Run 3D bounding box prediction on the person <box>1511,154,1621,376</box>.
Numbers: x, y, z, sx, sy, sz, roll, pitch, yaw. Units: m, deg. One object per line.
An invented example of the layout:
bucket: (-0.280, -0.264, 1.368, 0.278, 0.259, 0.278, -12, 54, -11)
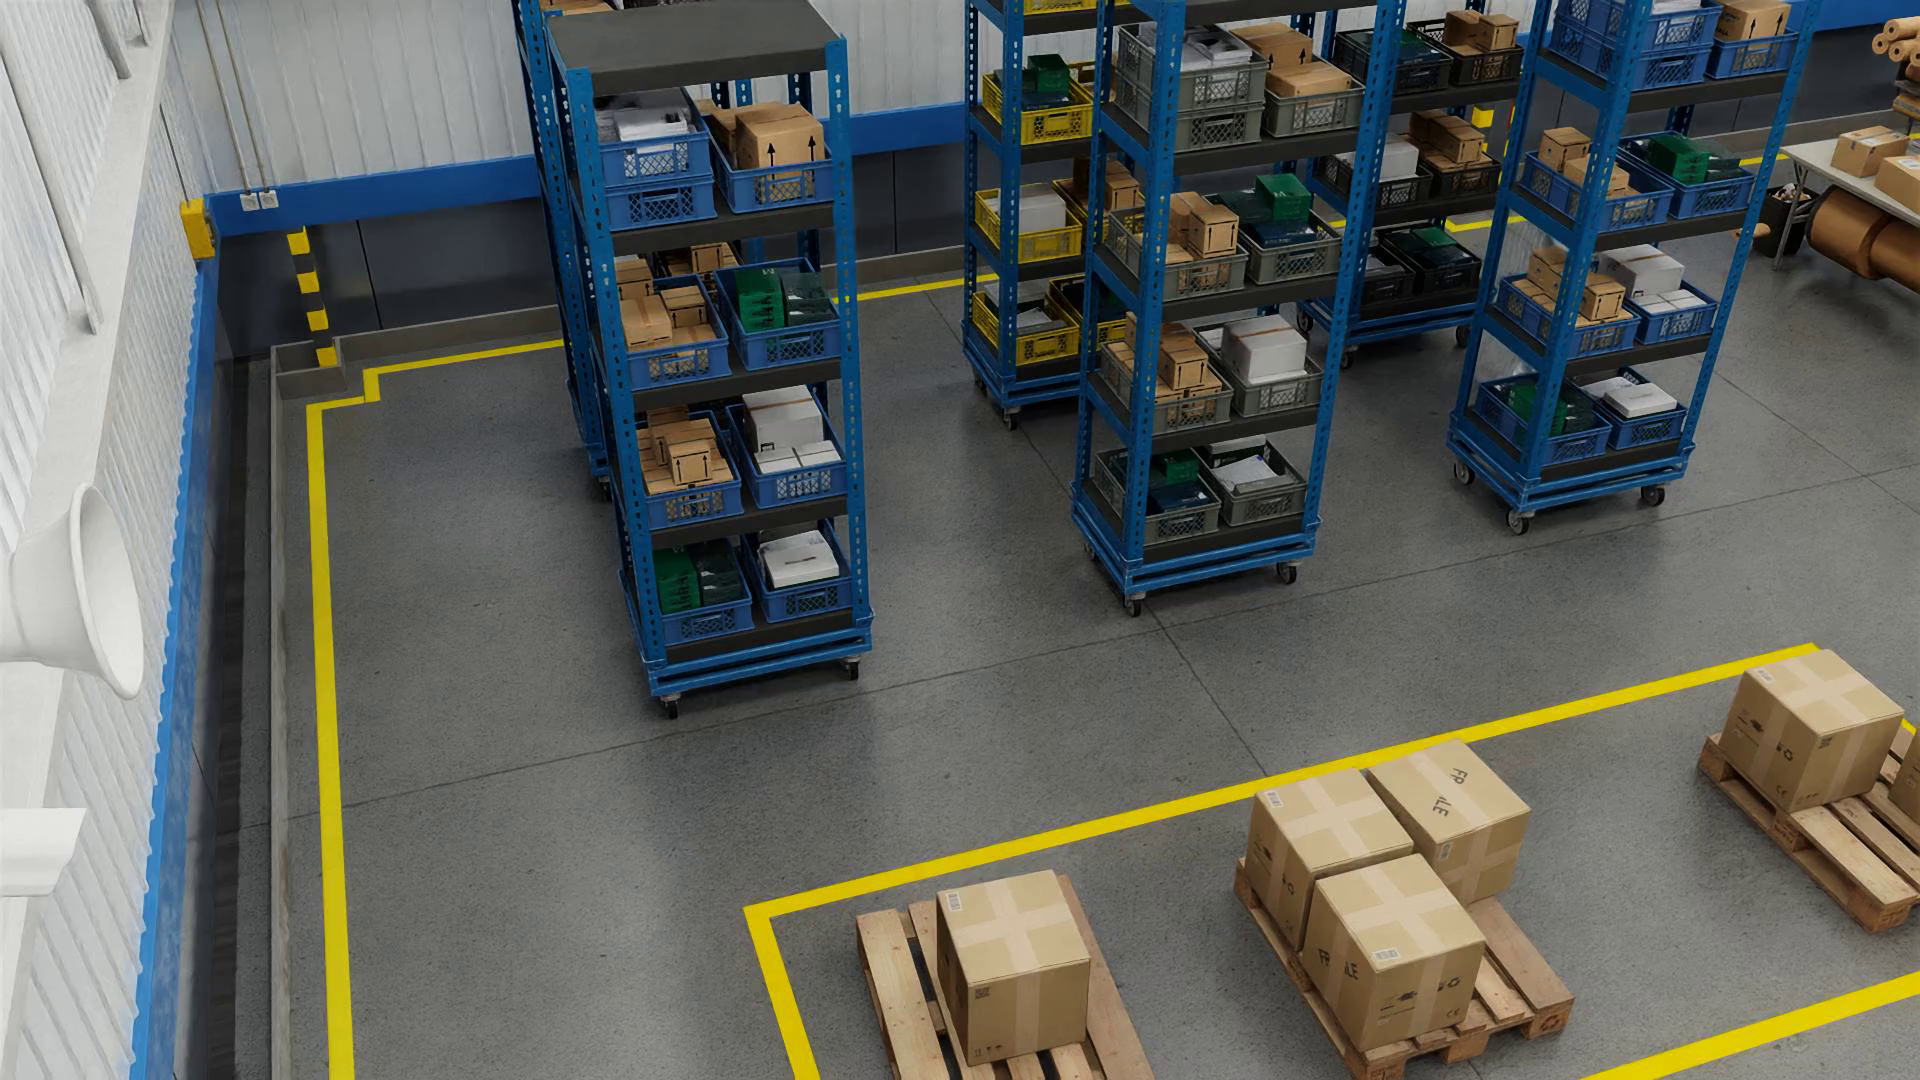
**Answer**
person: (4.238, -1.760, 11.190, 1.039, 1.830, 0.579, -6, 36, -8)
